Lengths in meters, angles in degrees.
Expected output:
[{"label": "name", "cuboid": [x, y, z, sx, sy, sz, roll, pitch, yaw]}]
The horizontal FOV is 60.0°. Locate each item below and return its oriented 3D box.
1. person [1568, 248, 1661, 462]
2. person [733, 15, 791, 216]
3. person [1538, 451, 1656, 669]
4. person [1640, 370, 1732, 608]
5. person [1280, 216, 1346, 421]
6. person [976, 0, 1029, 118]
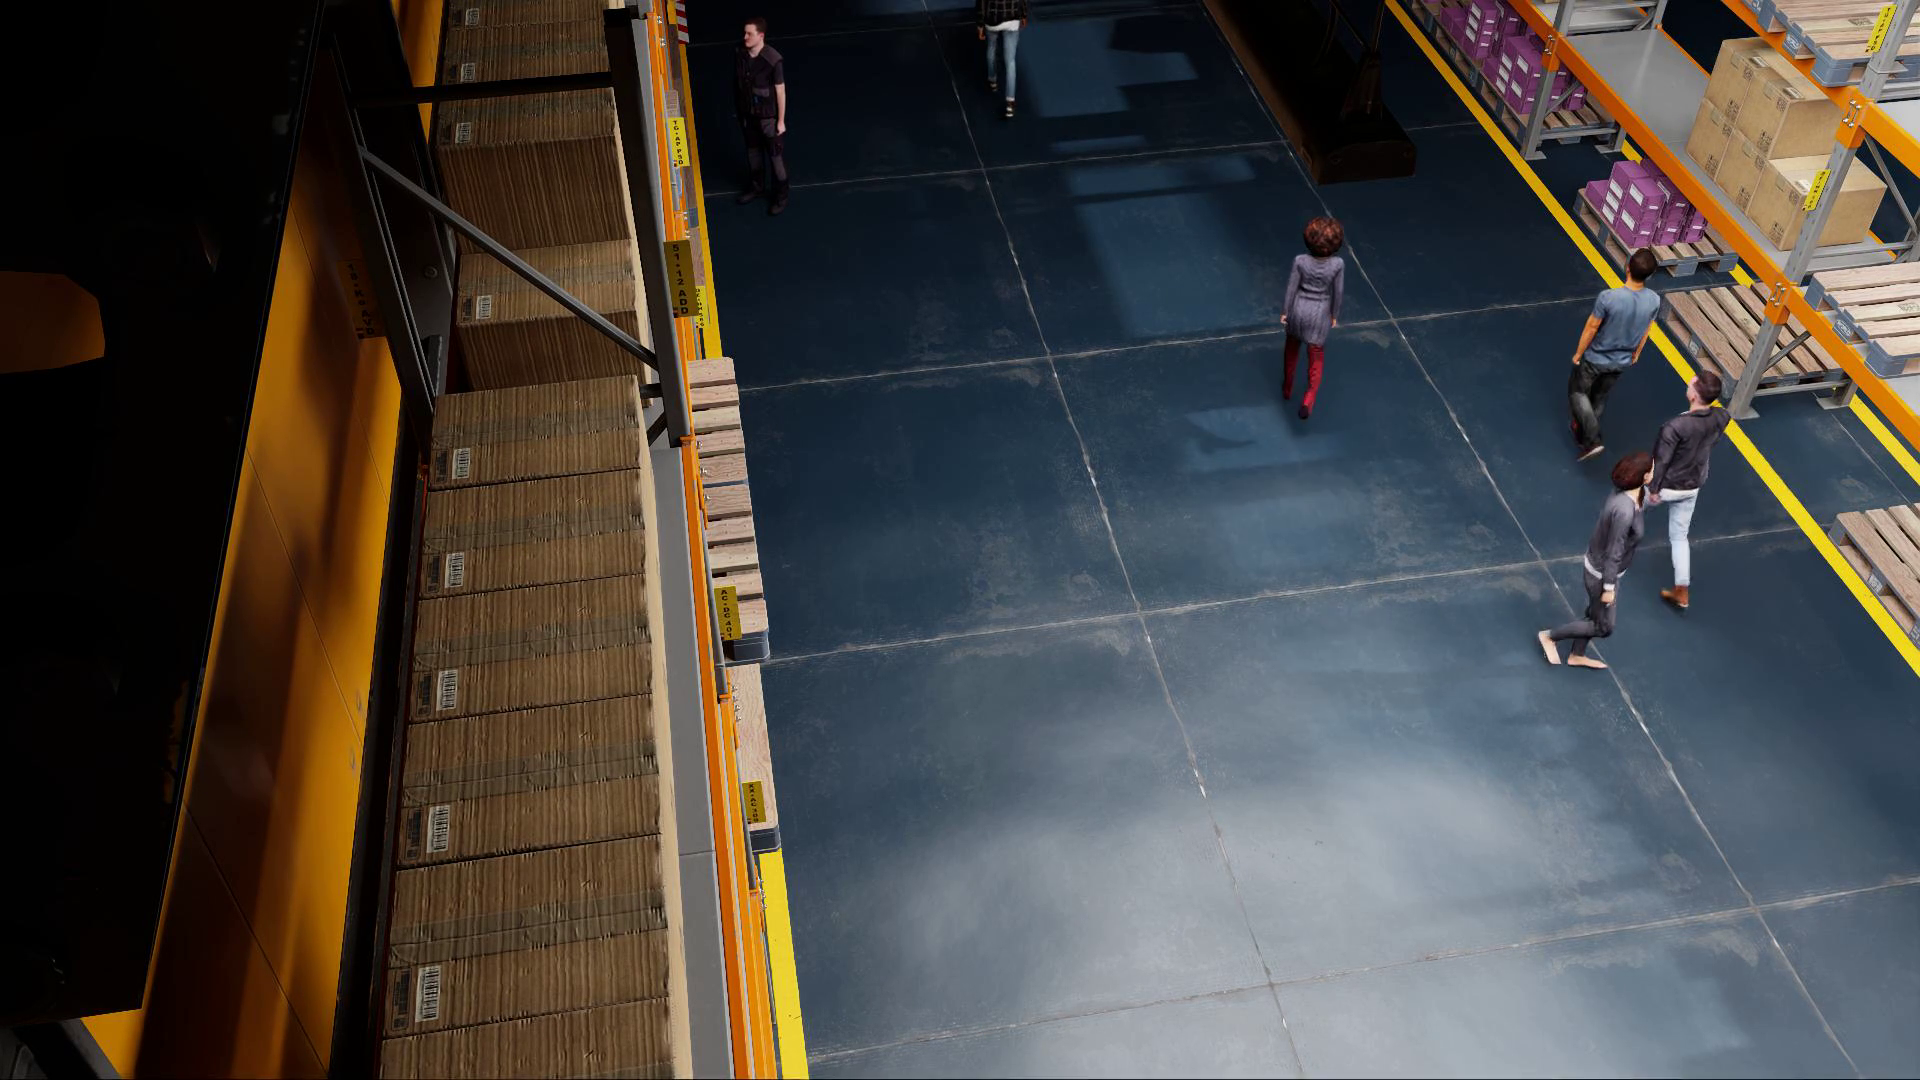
[{"label": "person", "cuboid": [4.809, -1.316, 12.296, 0.682, 1.794, 0.864, -4, 44, -5]}, {"label": "person", "cuboid": [-1.779, -3.818, 14.886, 0.792, 1.845, 0.843, 24, 49, 23]}, {"label": "person", "cuboid": [4.142, 0.171, 10.766, 0.906, 1.752, 0.833, 22, 48, 21]}, {"label": "person", "cuboid": [4.896, -0.331, 11.249, 0.707, 1.813, 1.142, -9, 44, -10]}, {"label": "person", "cuboid": [2.679, -1.662, 12.732, 0.774, 1.693, 1.029, 4, 44, 5]}, {"label": "person", "cuboid": [0.427, -4.985, 16.158, 0.771, 1.779, 1.245, -3, 44, -3]}]
